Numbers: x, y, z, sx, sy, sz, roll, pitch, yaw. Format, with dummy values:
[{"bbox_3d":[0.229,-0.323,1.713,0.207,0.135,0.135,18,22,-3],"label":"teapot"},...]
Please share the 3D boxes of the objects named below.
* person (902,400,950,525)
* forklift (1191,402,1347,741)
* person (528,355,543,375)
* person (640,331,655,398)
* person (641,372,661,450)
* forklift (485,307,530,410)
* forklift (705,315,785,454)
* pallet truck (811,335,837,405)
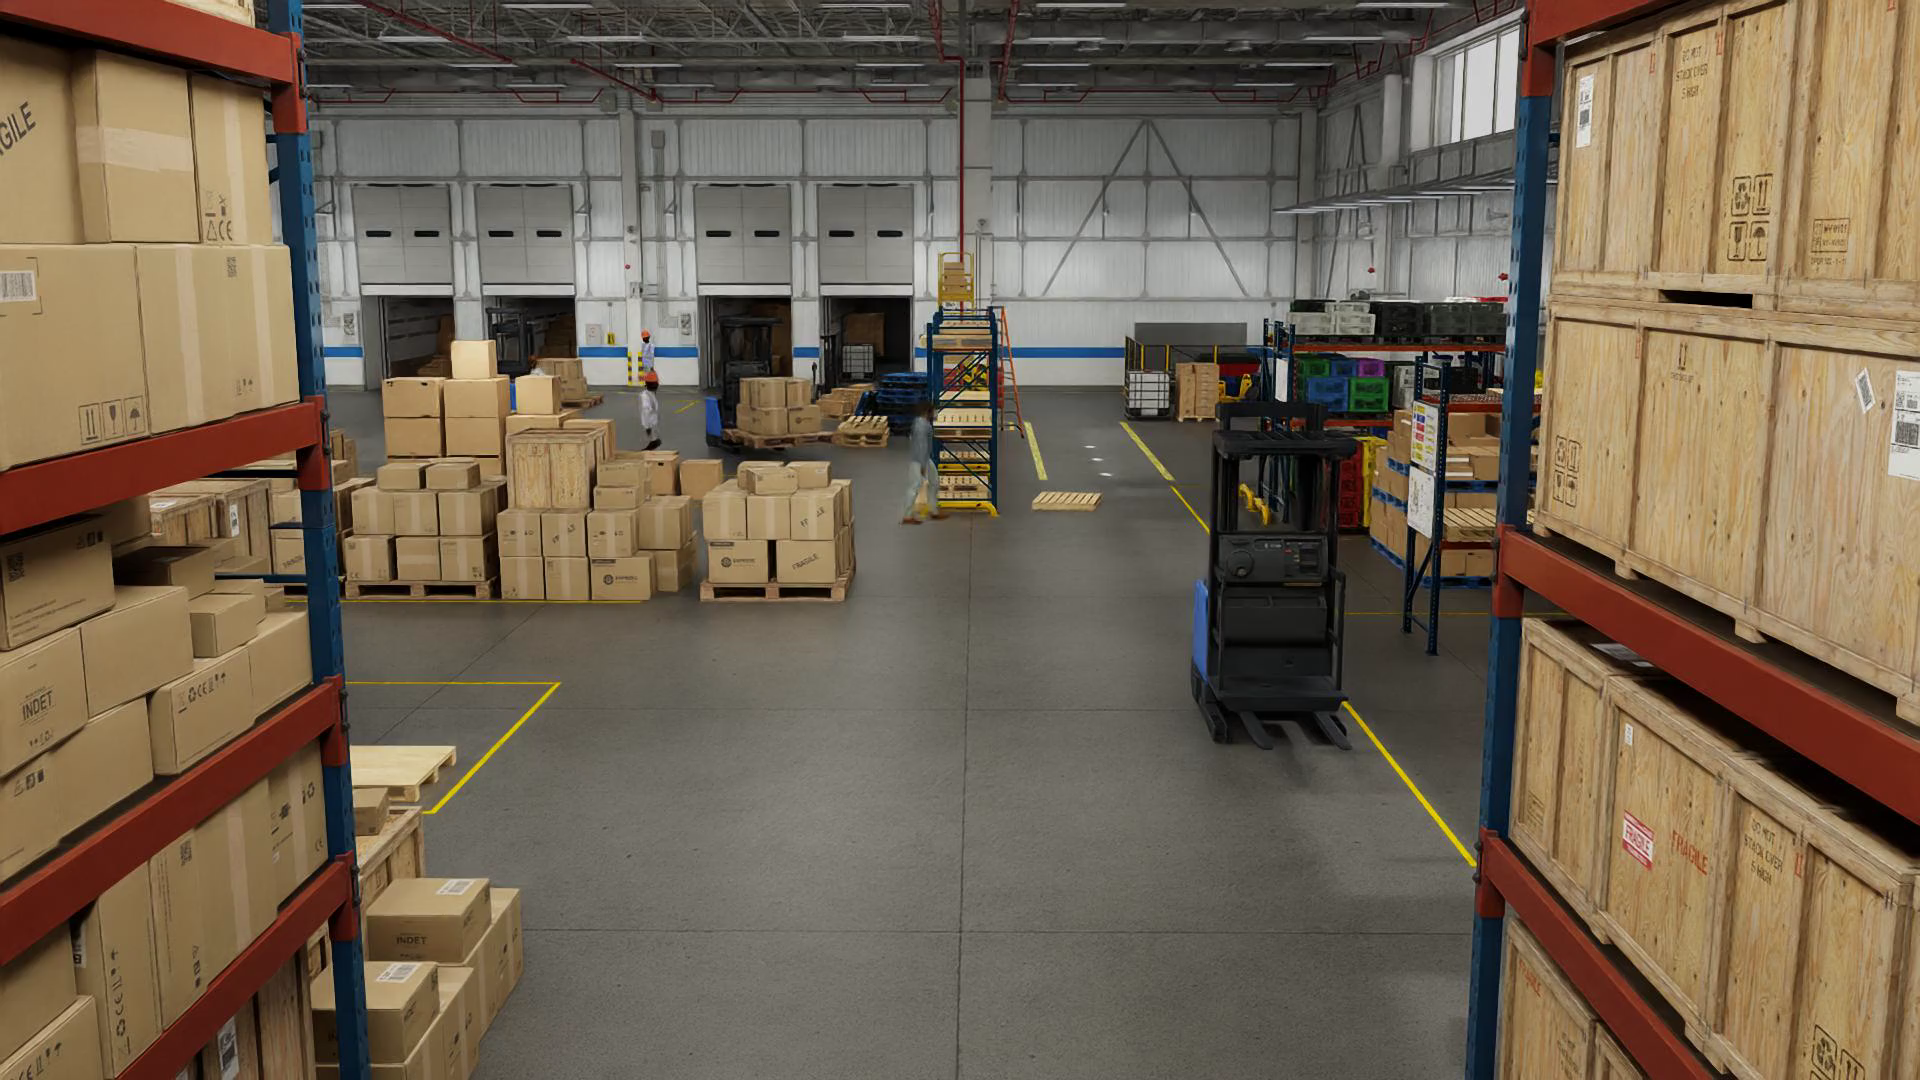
[{"bbox_3d":[-0.487,-1.177,25.338,0.884,1.891,0.674,0,10,-1],"label":"person"},{"bbox_3d":[2.698,0.179,14.668,1.129,2.768,1.873,0,10,1],"label":"forklift"},{"bbox_3d":[-9.414,-3.234,37.358,0.900,1.850,0.590,-7,12,-34],"label":"person"},{"bbox_3d":[-8.851,-4.958,47.056,0.386,1.929,0.544,-9,13,-41],"label":"person"},{"bbox_3d":[-5.815,-2.187,31.074,0.549,1.926,0.570,0,10,1],"label":"person"},{"bbox_3d":[-10.754,-4.150,39.646,1.129,2.768,1.873,0,10,1],"label":"forklift"},{"bbox_3d":[-4.554,-3.289,34.675,1.129,2.768,1.873,-5,11,-27],"label":"forklift"},{"bbox_3d":[-3.021,-4.312,43.126,1.885,1.965,0.823,3,10,17],"label":"pallet truck"}]
